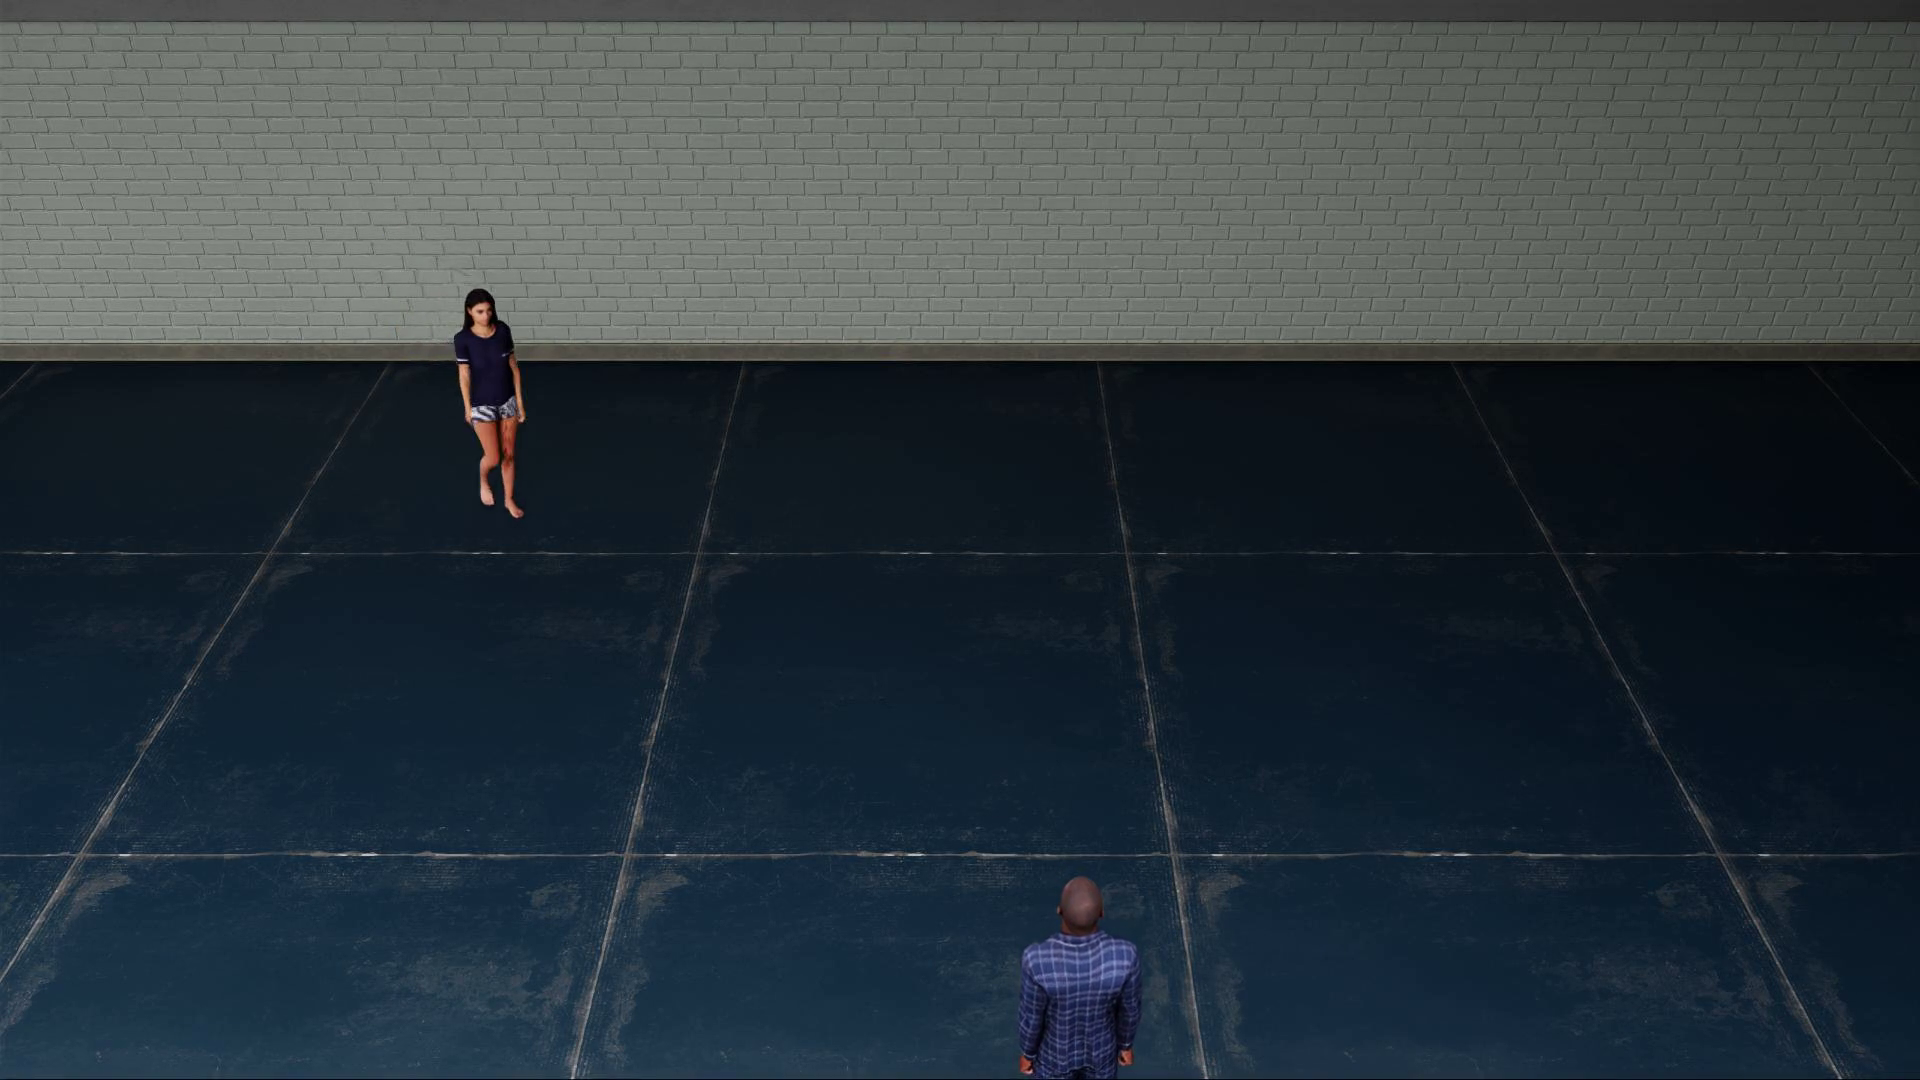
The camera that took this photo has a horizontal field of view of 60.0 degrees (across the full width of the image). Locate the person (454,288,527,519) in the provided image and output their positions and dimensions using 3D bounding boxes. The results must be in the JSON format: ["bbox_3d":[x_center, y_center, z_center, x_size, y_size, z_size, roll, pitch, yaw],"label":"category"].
[{"bbox_3d":[-3.300,-0.985,11.682,0.728,1.754,0.791,-21,38,-28],"label":"person"}]

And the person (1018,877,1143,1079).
[{"bbox_3d":[0.474,2.086,6.895,0.679,1.824,0.626,-3,33,-4],"label":"person"}]
